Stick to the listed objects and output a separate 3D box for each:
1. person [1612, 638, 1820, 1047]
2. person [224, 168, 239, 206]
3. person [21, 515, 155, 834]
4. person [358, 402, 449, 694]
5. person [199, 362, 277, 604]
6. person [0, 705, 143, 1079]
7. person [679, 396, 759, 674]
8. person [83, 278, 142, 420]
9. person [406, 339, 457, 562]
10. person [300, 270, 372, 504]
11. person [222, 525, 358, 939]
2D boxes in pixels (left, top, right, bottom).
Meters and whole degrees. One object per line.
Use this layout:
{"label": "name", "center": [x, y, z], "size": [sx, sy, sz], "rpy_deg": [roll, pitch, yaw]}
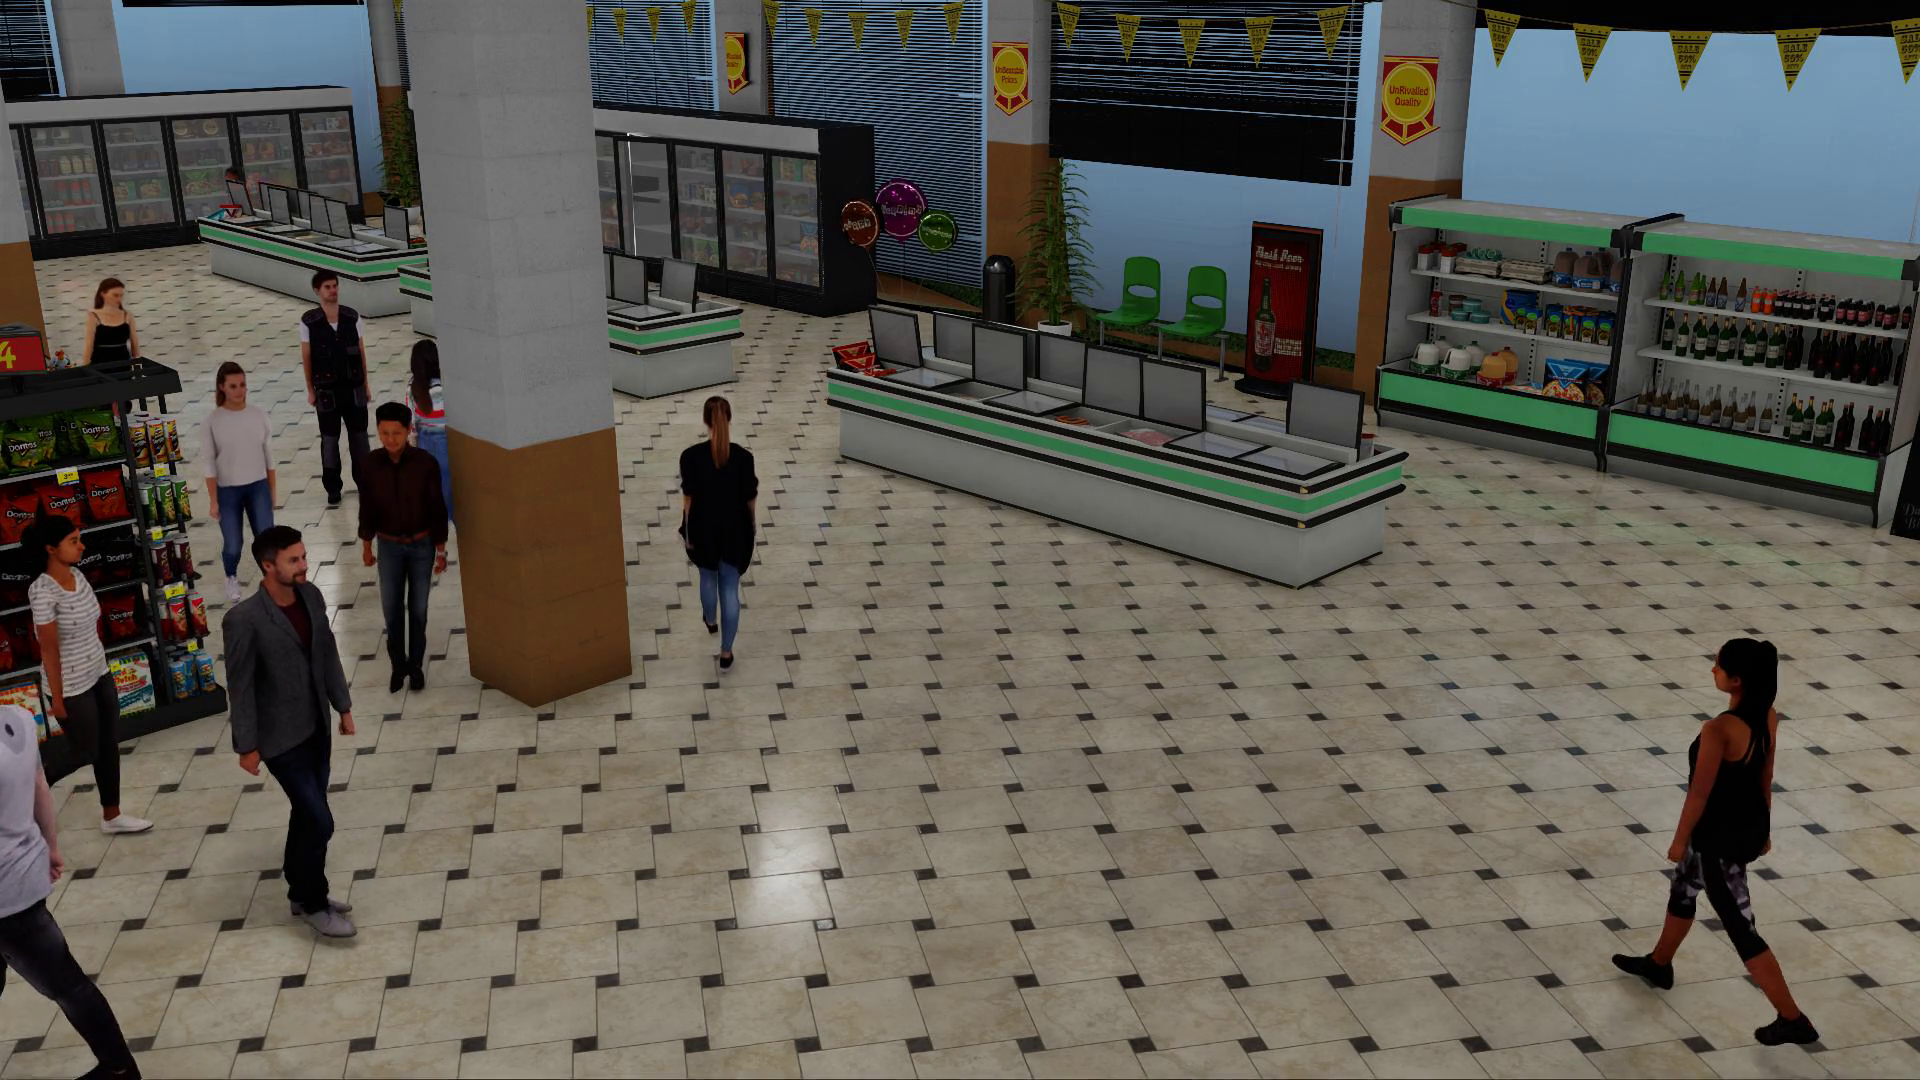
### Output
{"label": "person", "center": [3.054, 1.192, 6.458], "size": [0.621, 1.630, 1.090], "rpy_deg": [-15, 23, -37]}
{"label": "person", "center": [-10.942, -4.992, 25.316], "size": [0.803, 1.298, 0.721], "rpy_deg": [8, 20, 23]}
{"label": "person", "center": [-4.308, 0.687, 7.957], "size": [0.935, 1.628, 0.871], "rpy_deg": [0, 19, 1]}
{"label": "person", "center": [-3.224, 0.022, 9.730], "size": [0.757, 1.755, 0.758], "rpy_deg": [-5, 19, -14]}
{"label": "person", "center": [-4.686, -0.297, 10.783], "size": [0.766, 1.686, 1.170], "rpy_deg": [-12, 22, -31]}
{"label": "person", "center": [-3.349, 1.260, 6.006], "size": [1.185, 1.789, 1.215], "rpy_deg": [-3, 19, -9]}
{"label": "person", "center": [-1.434, -0.001, 9.960], "size": [0.995, 1.651, 1.117], "rpy_deg": [-3, 19, -9]}
{"label": "person", "center": [-7.349, -1.462, 14.374], "size": [0.656, 1.601, 0.669], "rpy_deg": [17, 25, 41]}
{"label": "person", "center": [-3.752, -0.596, 11.853], "size": [1.116, 1.571, 0.960], "rpy_deg": [7, 20, 19]}
{"label": "person", "center": [-4.980, -1.238, 13.321], "size": [0.689, 1.848, 0.628], "rpy_deg": [-12, 22, -32]}
{"label": "person", "center": [-2.950, 0.822, 7.195], "size": [0.890, 1.858, 0.860], "rpy_deg": [6, 19, 16]}
